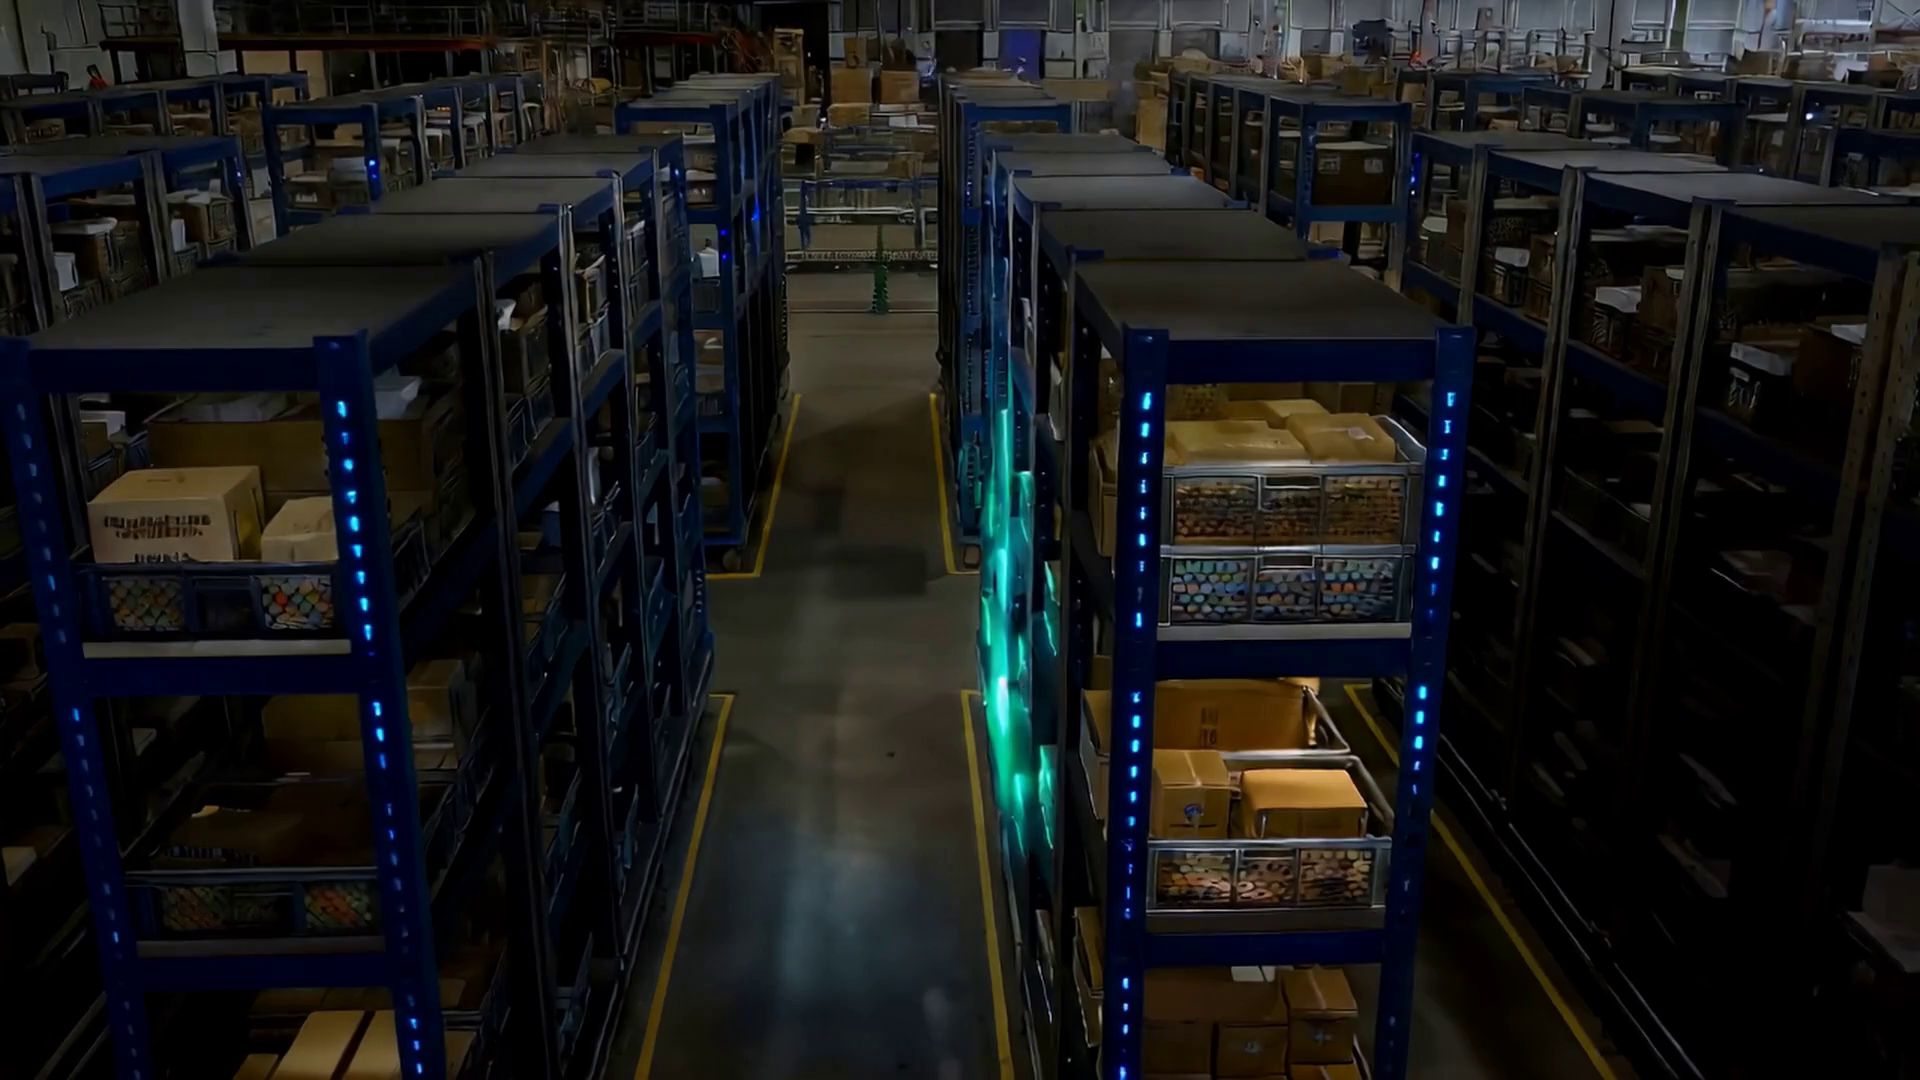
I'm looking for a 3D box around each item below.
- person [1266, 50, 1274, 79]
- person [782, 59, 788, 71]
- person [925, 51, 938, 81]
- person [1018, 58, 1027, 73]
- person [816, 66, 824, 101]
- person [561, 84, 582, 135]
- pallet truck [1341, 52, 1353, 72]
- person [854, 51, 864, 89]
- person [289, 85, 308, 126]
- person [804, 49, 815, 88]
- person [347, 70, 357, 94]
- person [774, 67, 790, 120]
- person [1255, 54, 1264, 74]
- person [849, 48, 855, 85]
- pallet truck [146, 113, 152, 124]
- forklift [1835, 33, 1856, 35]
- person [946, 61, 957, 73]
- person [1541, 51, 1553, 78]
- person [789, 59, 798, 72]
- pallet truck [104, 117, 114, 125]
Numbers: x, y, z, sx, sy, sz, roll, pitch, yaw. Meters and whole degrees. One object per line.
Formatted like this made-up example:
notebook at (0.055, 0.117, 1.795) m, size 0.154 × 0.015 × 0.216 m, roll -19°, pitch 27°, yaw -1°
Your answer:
person at (16.140, -24.328, 86.016) m, size 0.938 × 1.955 × 0.653 m, roll 8°, pitch 20°, yaw 23°
person at (-9.516, -25.459, 89.889) m, size 0.859 × 1.731 × 0.529 m, roll -15°, pitch 23°, yaw -38°
person at (-1.628, -26.897, 94.423) m, size 0.666 × 1.678 × 0.540 m, roll -1°, pitch 18°, yaw -3°
person at (2.634, -19.941, 72.385) m, size 0.574 × 1.998 × 0.662 m, roll 1°, pitch 18°, yaw 4°
person at (-5.478, -17.678, 65.477) m, size 0.362 × 1.938 × 0.545 m, roll -3°, pitch 18°, yaw -9°
person at (-13.011, -14.336, 55.486) m, size 0.911 × 1.717 × 0.537 m, roll 5°, pitch 18°, yaw 14°
pallet truck at (18.794, -23.123, 82.231) m, size 0.823 × 1.965 × 1.885 m, roll -13°, pitch 22°, yaw -35°
person at (-5.187, -24.161, 85.580) m, size 0.552 × 1.913 × 0.776 m, roll 0°, pitch 18°, yaw 0°
person at (-22.965, -15.155, 57.759) m, size 0.575 × 1.882 × 0.355 m, roll -14°, pitch 22°, yaw -36°
person at (-7.861, -24.627, 86.890) m, size 0.622 × 1.993 × 0.381 m, roll 4°, pitch 18°, yaw 12°
person at (-22.856, -16.794, 62.837) m, size 0.953 × 1.883 × 0.613 m, roll -3°, pitch 18°, yaw -9°
person at (-6.952, -17.120, 63.586) m, size 1.022 × 2.000 × 0.693 m, roll 5°, pitch 19°, yaw 16°
person at (15.210, -23.889, 84.926) m, size 0.940 × 1.807 × 0.634 m, roll 6°, pitch 19°, yaw 19°
person at (-5.867, -25.828, 90.713) m, size 0.371 × 1.929 × 0.585 m, roll 6°, pitch 19°, yaw 17°
pallet truck at (-18.087, -8.309, 36.390) m, size 1.885 × 1.965 × 0.823 m, roll -1°, pitch 18°, yaw -4°
forklift at (46.056, -25.071, 86.845) m, size 1.129 × 2.768 × 1.873 m, roll -1°, pitch 18°, yaw -2°
person at (-0.385, -19.379, 70.746) m, size 0.629 × 1.936 × 0.372 m, roll -15°, pitch 23°, yaw -38°
person at (31.583, -25.337, 89.329) m, size 0.886 × 1.854 × 0.581 m, roll -16°, pitch 24°, yaw -41°
person at (-8.948, -25.246, 89.077) m, size 0.524 × 1.827 × 0.637 m, roll -15°, pitch 23°, yaw -38°
pallet truck at (-18.367, -7.885, 35.078) m, size 1.885 × 1.965 × 0.823 m, roll 1°, pitch 18°, yaw 2°
